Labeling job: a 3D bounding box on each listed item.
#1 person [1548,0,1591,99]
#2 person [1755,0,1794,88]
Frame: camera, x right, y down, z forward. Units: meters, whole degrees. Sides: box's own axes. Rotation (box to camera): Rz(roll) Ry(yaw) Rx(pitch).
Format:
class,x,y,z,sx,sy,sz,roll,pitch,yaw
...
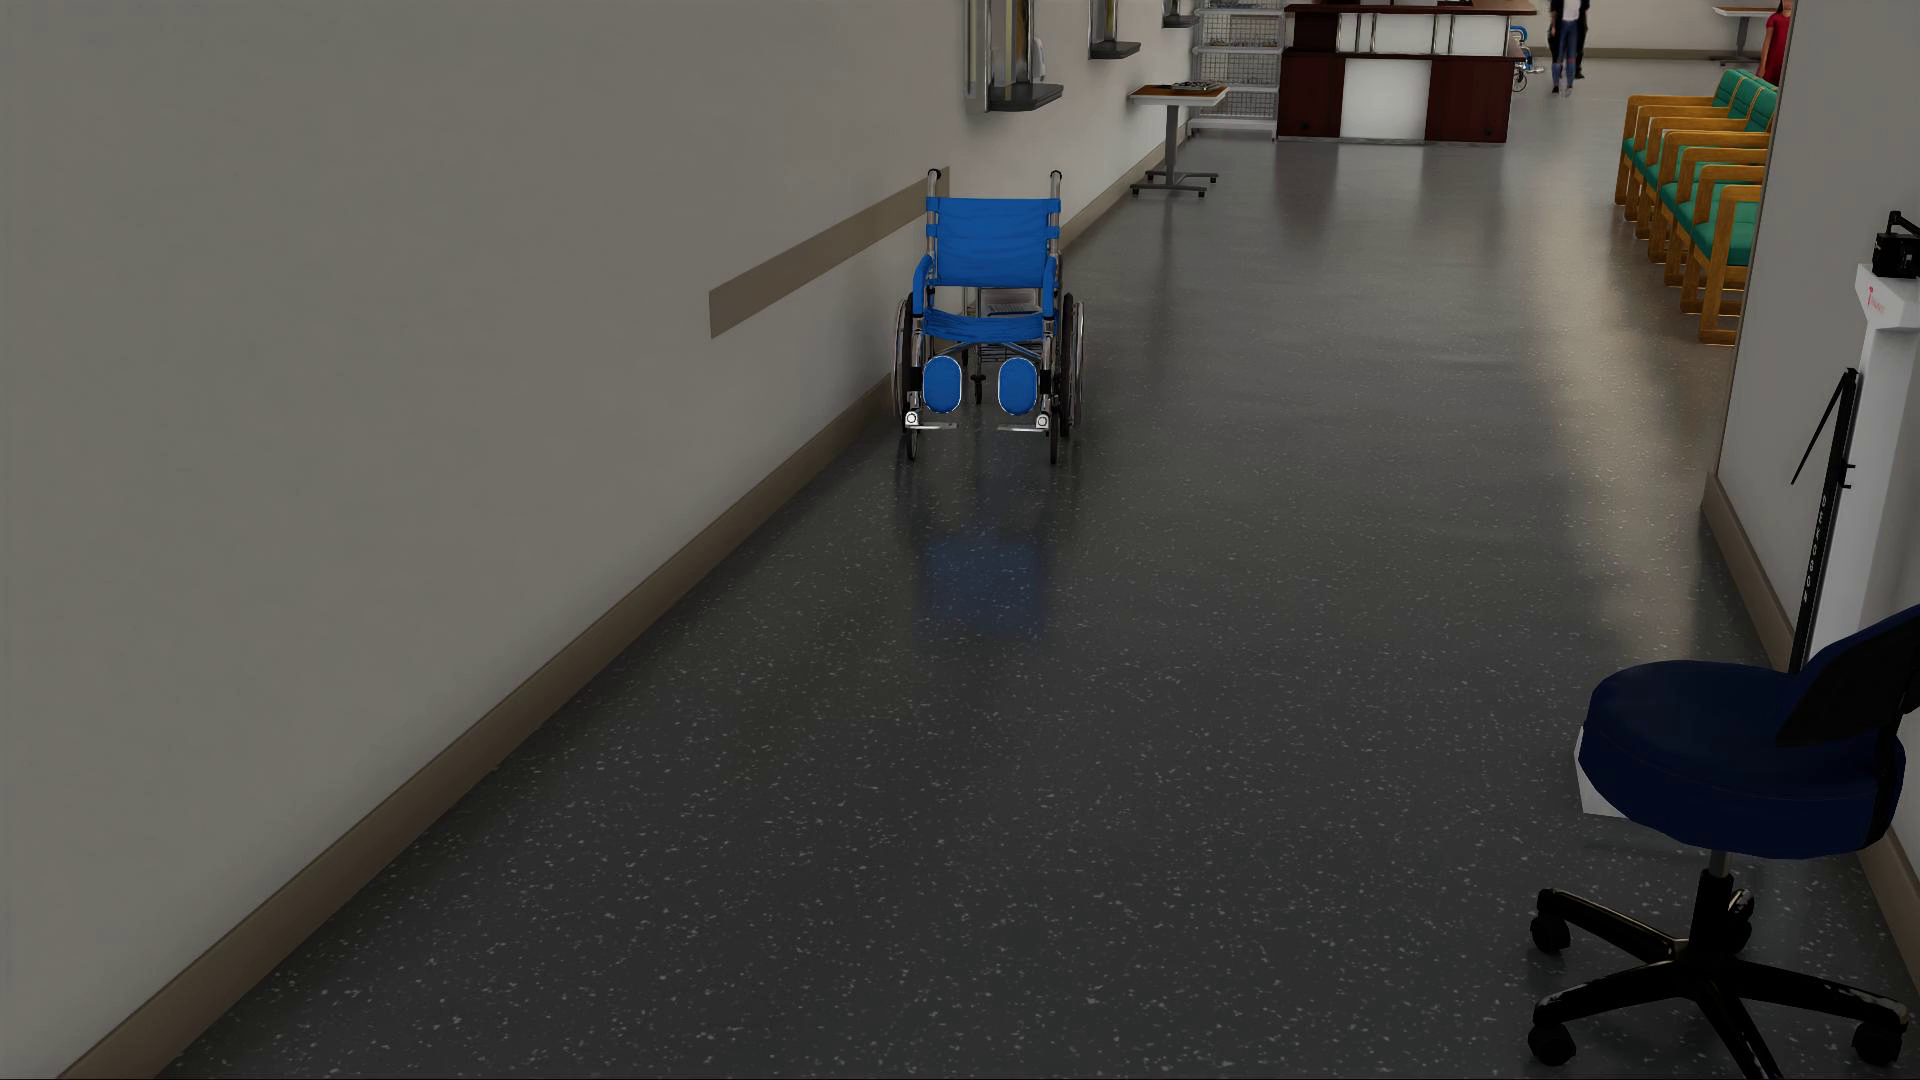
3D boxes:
class,x,y,z,sx,sy,sz,roll,pitch,yaw
person,7.517,-6.312,20.657,1.034,1.631,0.690,5,21,13
person,8.238,-4.784,16.736,0.587,1.551,0.647,1,21,3
